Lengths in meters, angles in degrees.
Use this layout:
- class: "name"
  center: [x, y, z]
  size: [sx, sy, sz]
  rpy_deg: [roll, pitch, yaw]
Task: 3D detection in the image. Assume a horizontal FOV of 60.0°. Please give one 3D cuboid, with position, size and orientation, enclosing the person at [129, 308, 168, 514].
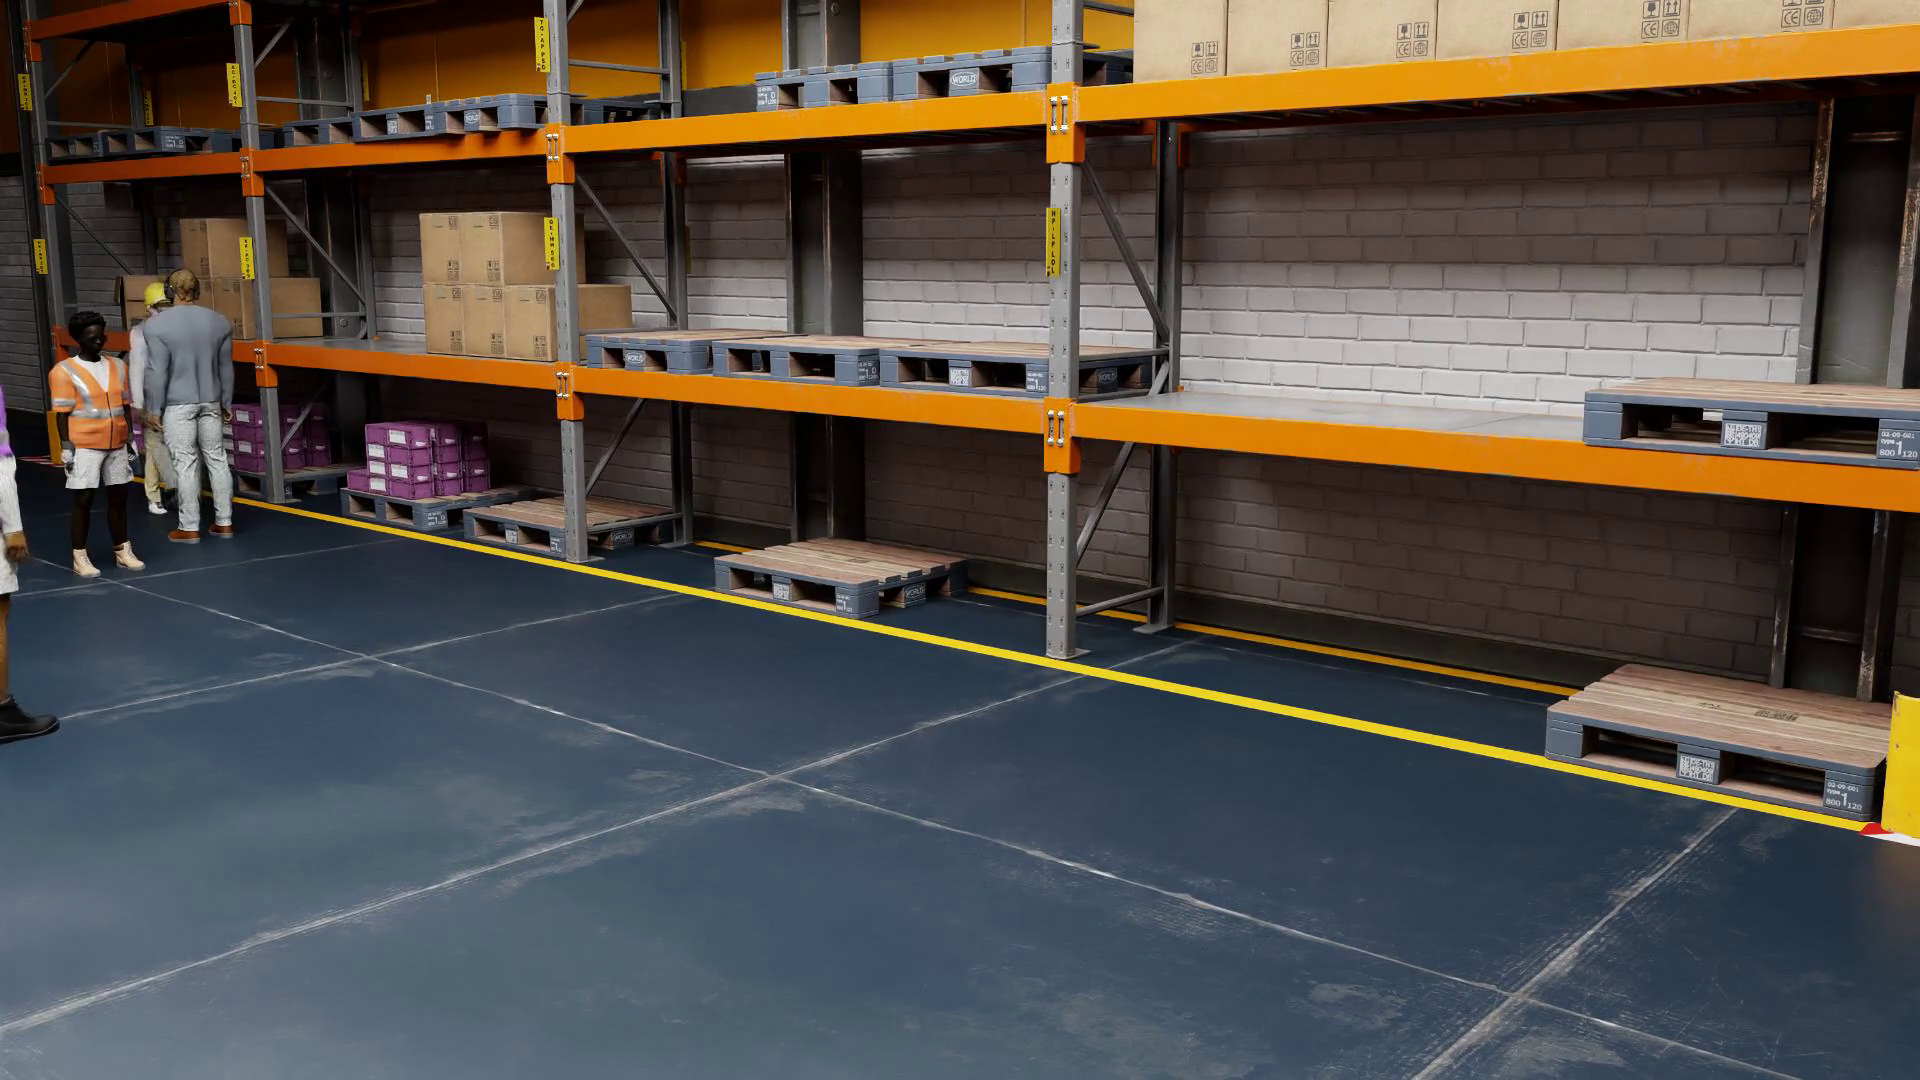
- class: "person"
  center: [-6.238, -1.017, 13.059]
  size: [0.281, 1.626, 0.495]
  rpy_deg: [7, 12, 33]

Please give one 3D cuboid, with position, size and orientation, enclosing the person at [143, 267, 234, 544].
- class: "person"
  center: [-5.426, -0.945, 11.751]
  size: [0.358, 1.938, 0.636]
  rpy_deg: [7, 12, 34]

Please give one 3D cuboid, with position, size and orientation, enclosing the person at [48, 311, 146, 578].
- class: "person"
  center: [-5.468, -0.603, 10.533]
  size: [0.320, 1.687, 0.533]
  rpy_deg: [5, 11, 26]

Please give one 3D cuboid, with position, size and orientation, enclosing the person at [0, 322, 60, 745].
- class: "person"
  center: [-4.135, -0.108, 6.995]
  size: [0.550, 1.934, 0.378]
  rpy_deg: [4, 11, 23]

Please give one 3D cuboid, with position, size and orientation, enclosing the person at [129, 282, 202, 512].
- class: "person"
  center: [-6.197, -1.103, 13.031]
  size: [0.459, 1.807, 0.658]
  rpy_deg: [8, 13, 40]
